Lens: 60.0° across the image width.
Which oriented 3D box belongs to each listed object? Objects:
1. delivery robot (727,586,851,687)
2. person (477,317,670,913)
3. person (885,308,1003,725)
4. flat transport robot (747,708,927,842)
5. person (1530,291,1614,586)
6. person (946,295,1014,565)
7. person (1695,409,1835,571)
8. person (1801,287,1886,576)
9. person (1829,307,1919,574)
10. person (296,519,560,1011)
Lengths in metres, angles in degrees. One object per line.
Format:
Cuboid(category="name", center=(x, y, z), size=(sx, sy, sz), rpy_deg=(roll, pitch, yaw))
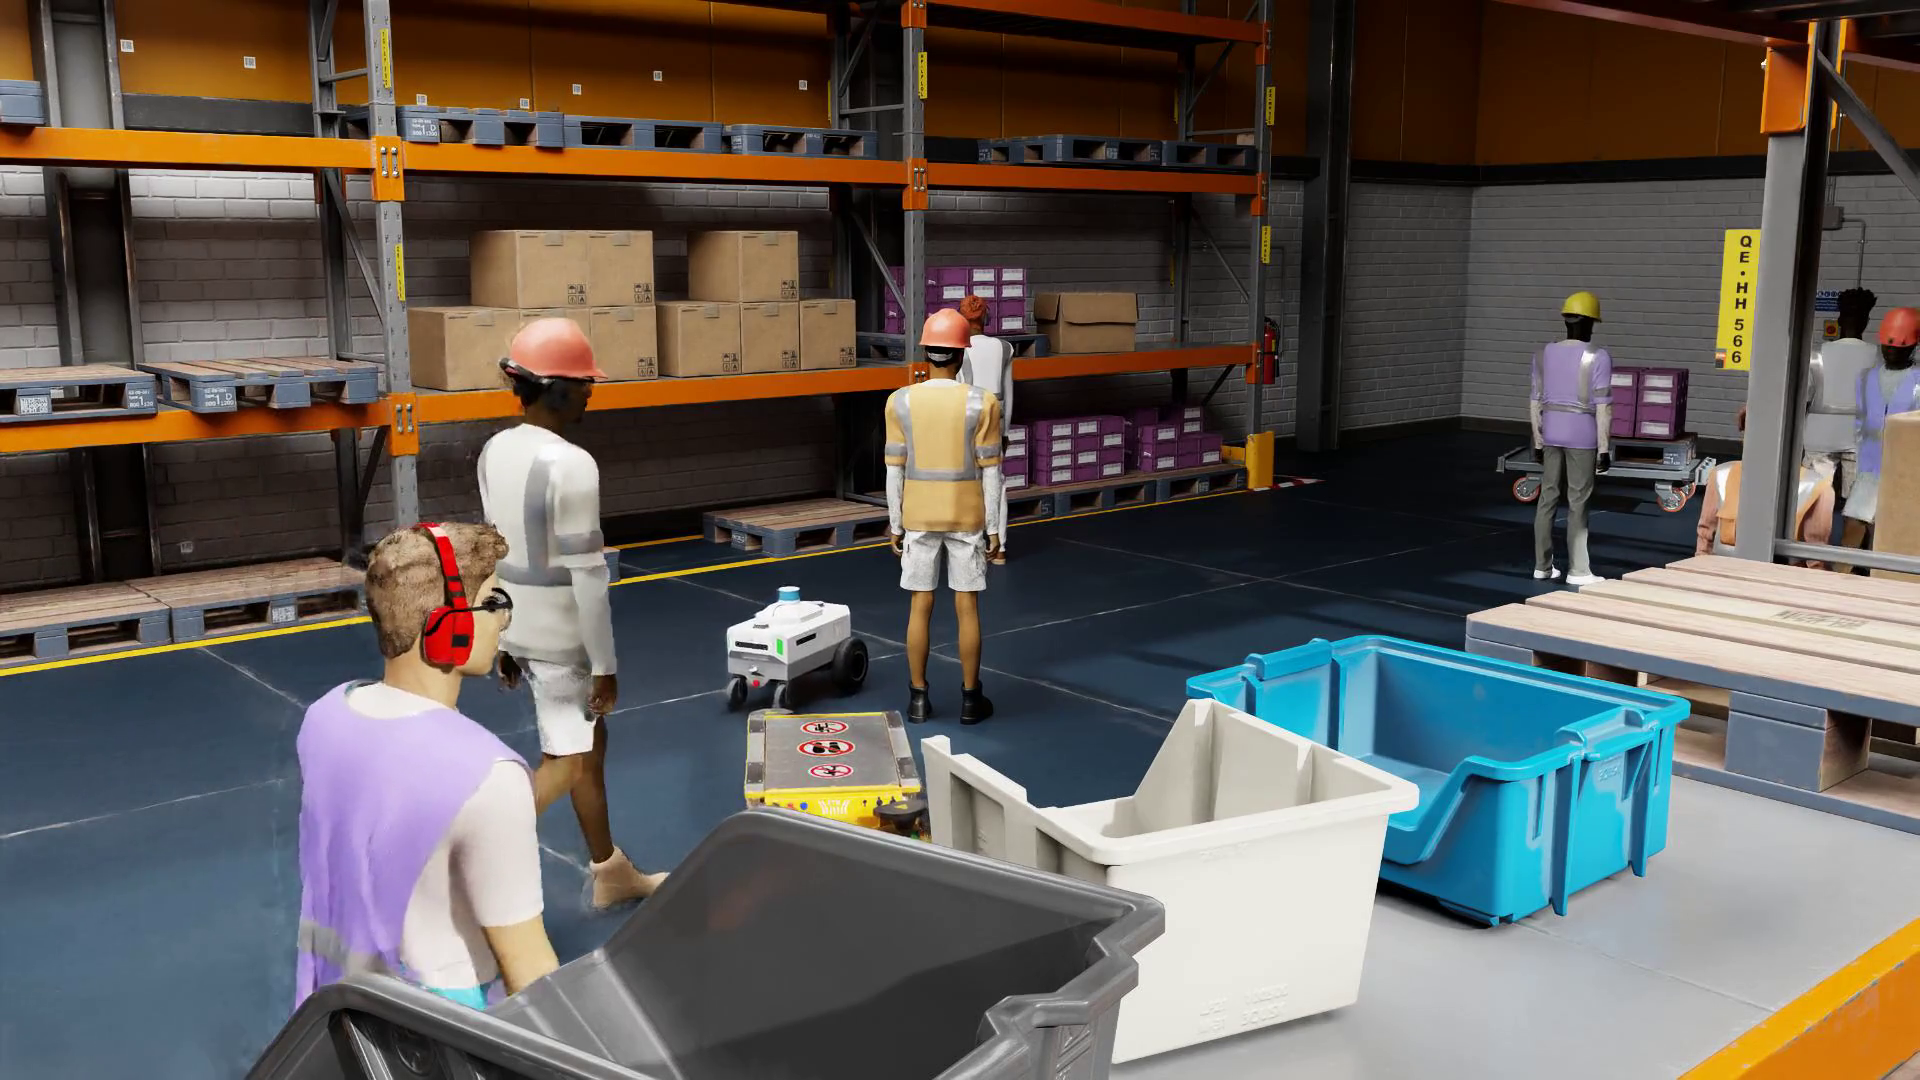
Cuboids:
Cuboid(category="delivery robot", center=(-0.833, 0.472, 8.146), size=(0.477, 0.478, 0.707), rpy_deg=(5, 11, 25))
Cuboid(category="person", center=(-1.346, 0.305, 5.275), size=(0.930, 2.014, 0.620), rpy_deg=(-8, 13, -39))
Cuboid(category="person", center=(-0.070, -0.099, 7.735), size=(0.548, 1.937, 0.358), rpy_deg=(1, 10, 8))
Cuboid(category="flat transport robot", center=(-0.517, 0.938, 6.593), size=(0.652, 0.197, 1.431), rpy_deg=(-1, 10, -6))
Cuboid(category="person", center=(4.012, -0.659, 10.908), size=(0.369, 1.925, 0.586), rpy_deg=(-7, 12, -36))
Cuboid(category="person", center=(0.114, -0.742, 11.485), size=(0.574, 1.884, 0.360), rpy_deg=(-6, 12, -32))
Cuboid(category="person", center=(3.128, 0.264, 6.539), size=(0.312, 1.638, 0.512), rpy_deg=(-8, 13, -39))
Cuboid(category="person", center=(5.542, -0.599, 10.452), size=(0.612, 1.964, 0.364), rpy_deg=(6, 12, 28))
Cuboid(category="person", center=(5.339, -0.397, 9.604), size=(0.990, 1.867, 0.536), rpy_deg=(-7, 12, -35))
Cuboid(category="person", center=(-0.874, 0.859, 2.779), size=(0.982, 1.799, 0.588), rpy_deg=(-10, 14, -43))
